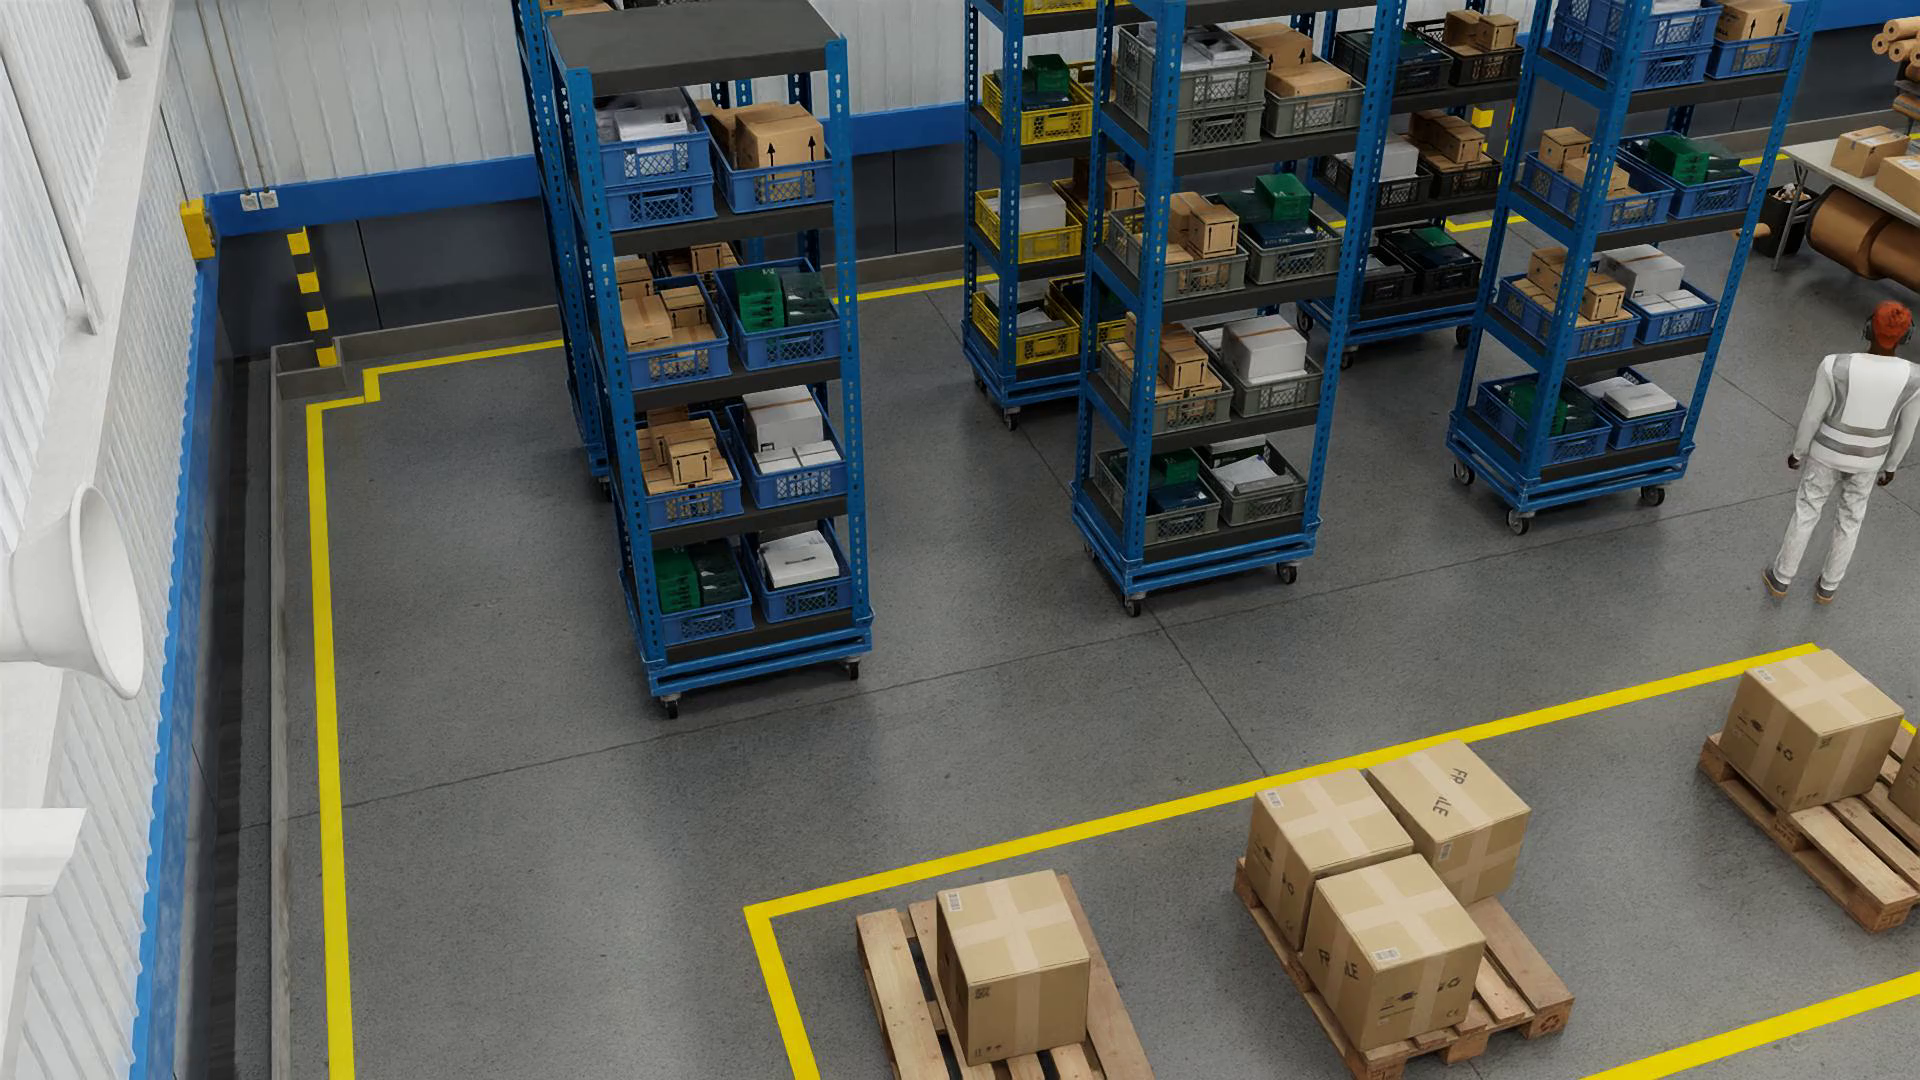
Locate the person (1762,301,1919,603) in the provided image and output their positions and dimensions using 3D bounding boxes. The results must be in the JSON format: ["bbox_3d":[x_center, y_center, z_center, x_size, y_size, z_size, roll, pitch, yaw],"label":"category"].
[{"bbox_3d":[4.965,-0.474,9.325,0.572,1.886,0.357,11,37,15],"label":"person"}]
